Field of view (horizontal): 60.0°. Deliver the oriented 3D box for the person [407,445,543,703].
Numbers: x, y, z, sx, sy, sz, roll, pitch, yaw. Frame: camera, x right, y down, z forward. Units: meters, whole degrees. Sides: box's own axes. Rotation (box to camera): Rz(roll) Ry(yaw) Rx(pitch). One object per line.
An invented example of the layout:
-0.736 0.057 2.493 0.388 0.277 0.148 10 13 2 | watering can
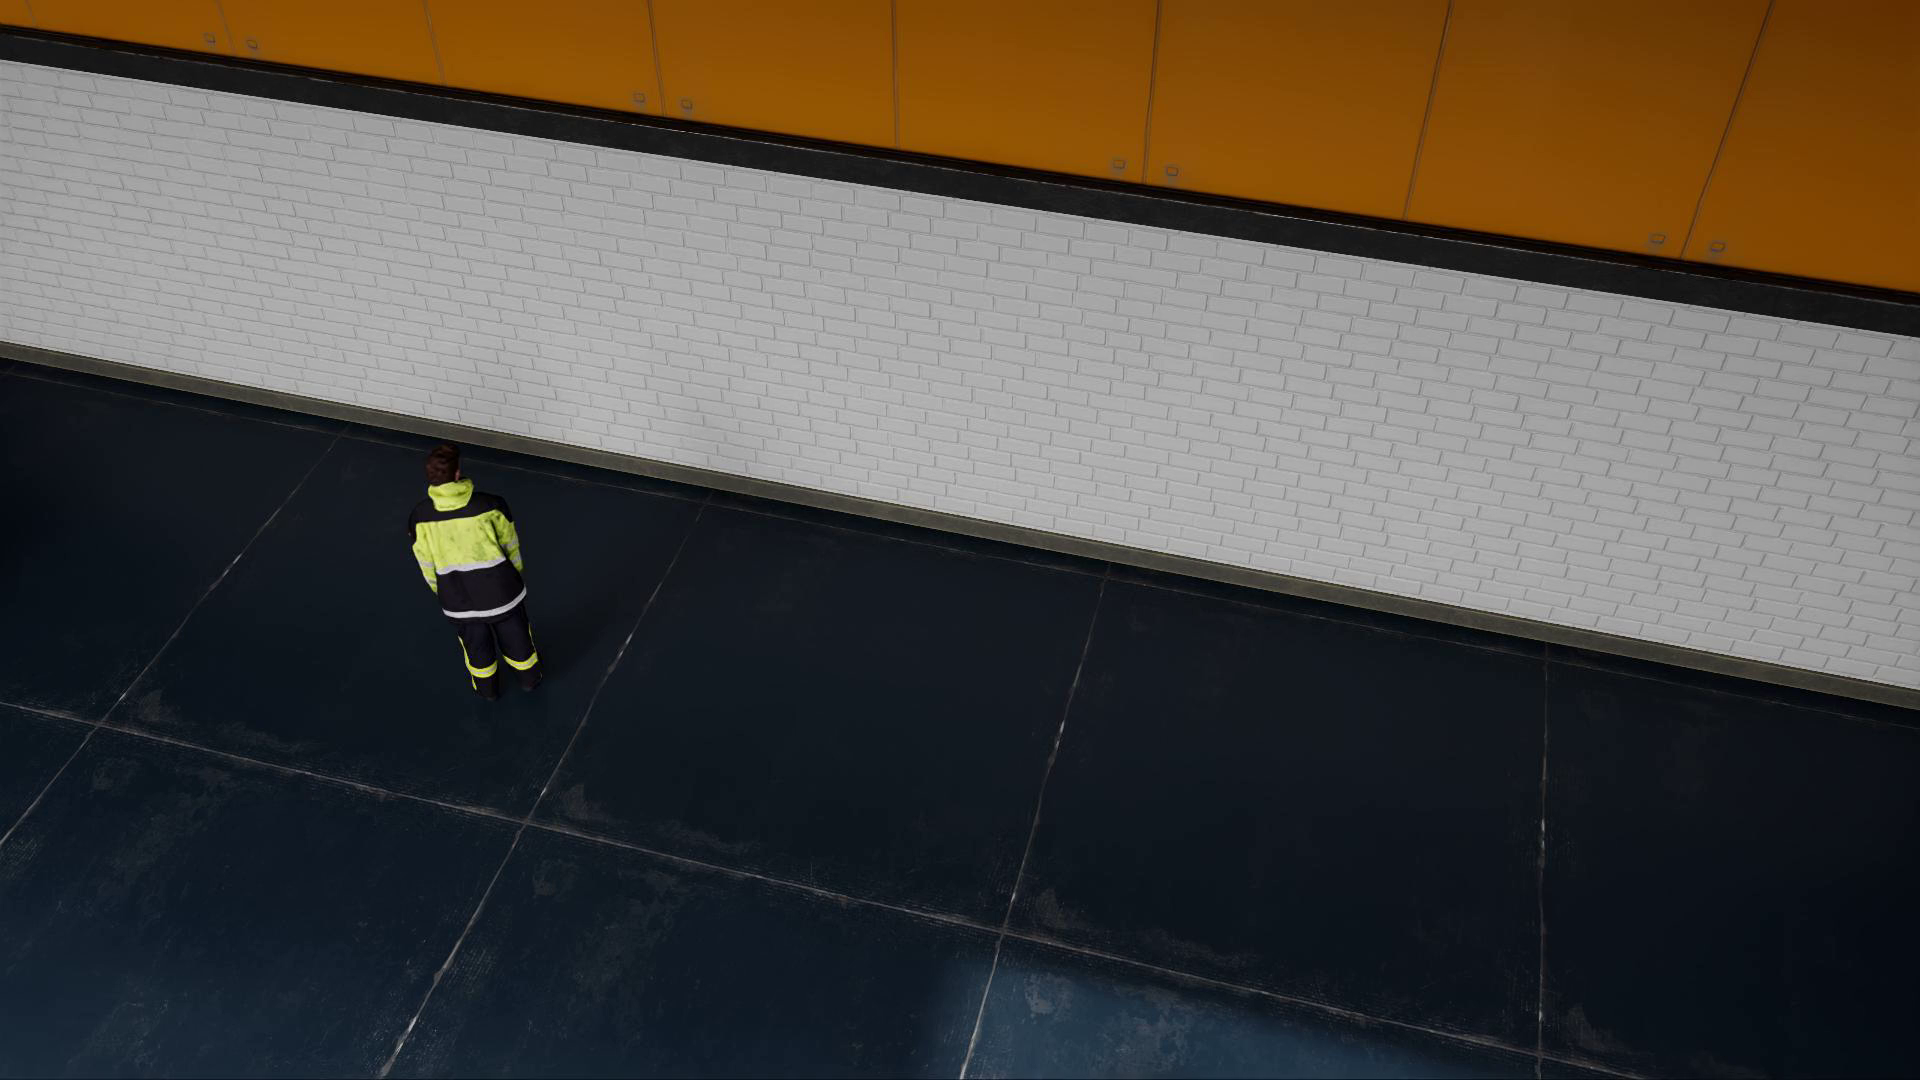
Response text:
-2.993 0.224 10.285 0.870 1.977 0.858 -11 45 -11 | person
